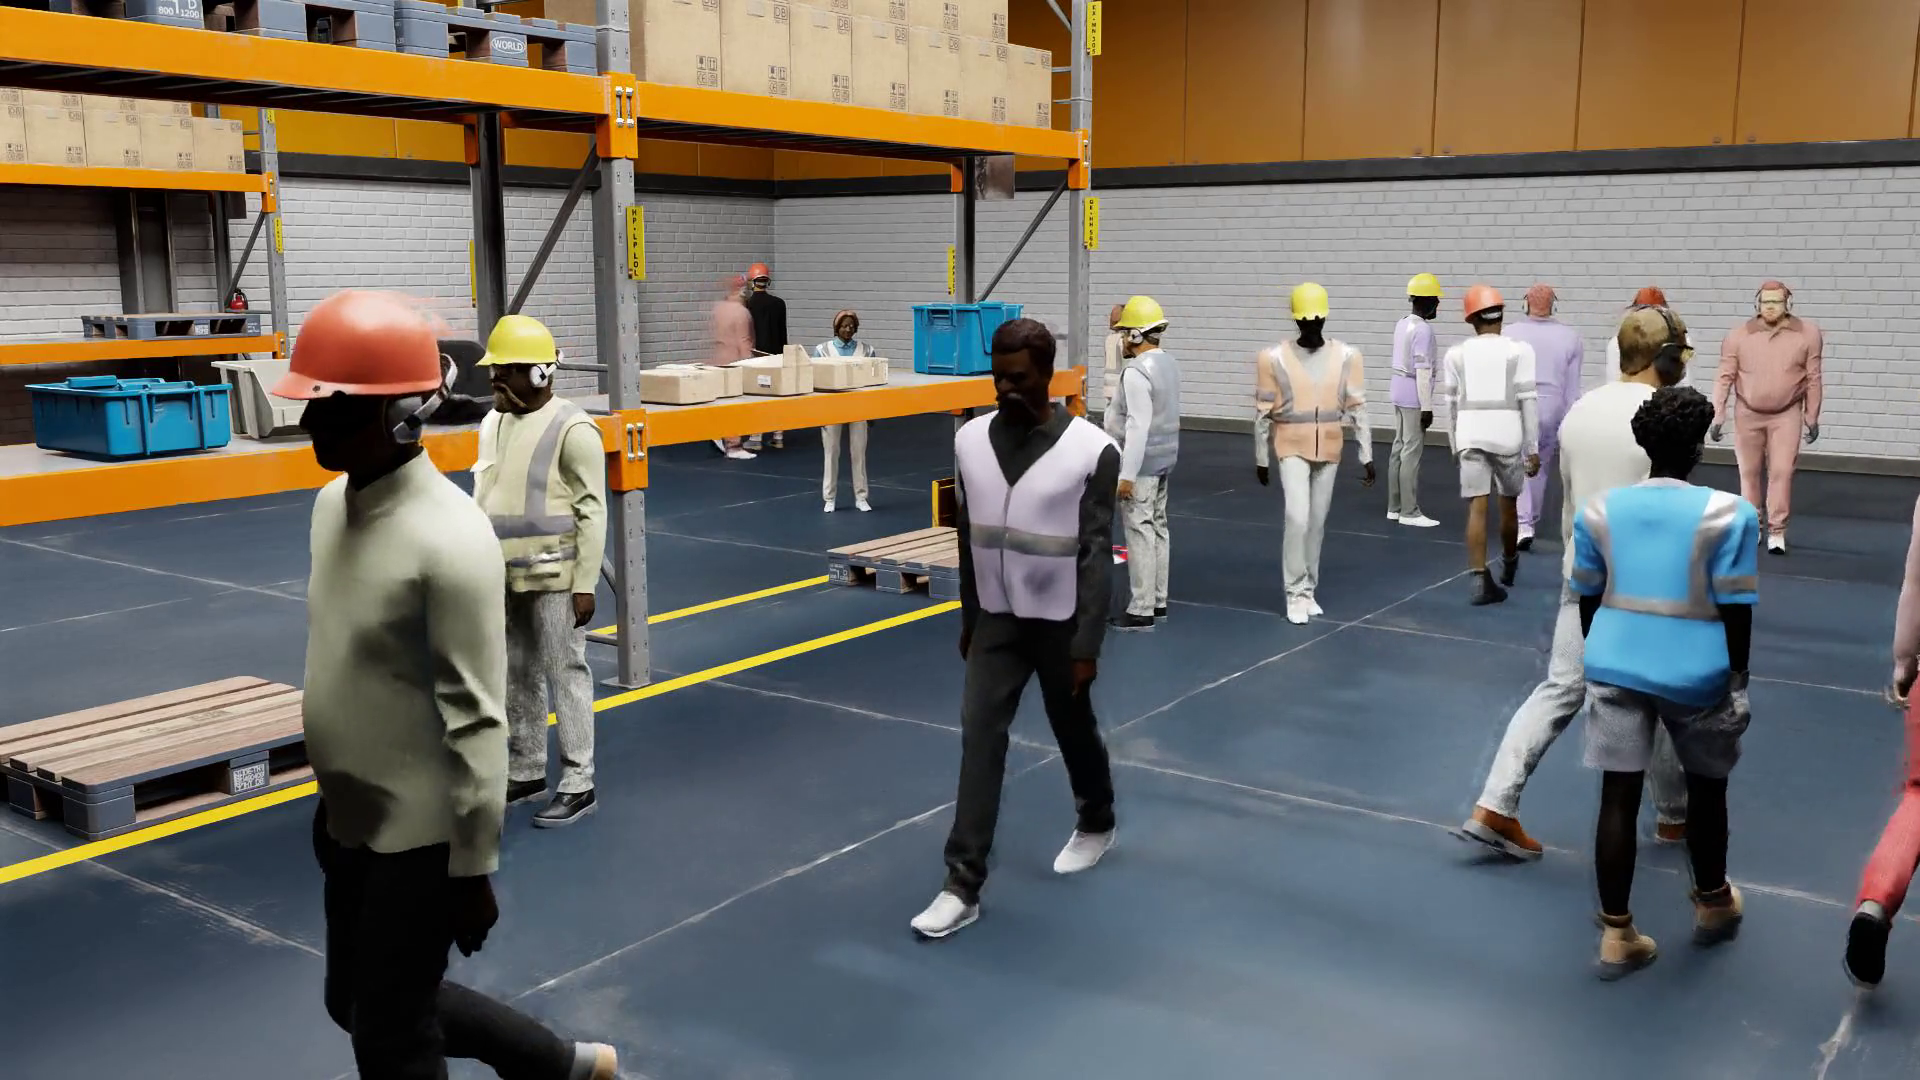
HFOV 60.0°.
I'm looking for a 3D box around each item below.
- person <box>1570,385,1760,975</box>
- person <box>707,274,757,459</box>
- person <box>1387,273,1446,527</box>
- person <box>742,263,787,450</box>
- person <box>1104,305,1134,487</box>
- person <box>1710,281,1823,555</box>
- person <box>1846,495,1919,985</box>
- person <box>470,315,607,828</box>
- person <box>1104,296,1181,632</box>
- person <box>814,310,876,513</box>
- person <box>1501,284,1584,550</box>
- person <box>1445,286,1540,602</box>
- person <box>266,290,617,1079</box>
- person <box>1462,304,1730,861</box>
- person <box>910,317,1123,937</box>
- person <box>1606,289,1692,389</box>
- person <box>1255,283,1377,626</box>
[{"bbox_3d":[2.067,0.384,4.852,0.545,1.656,0.796,8,12,40],"label":"person"},{"bbox_3d":[-2.279,-1.748,16.904,0.454,1.886,0.678,-5,11,-29],"label":"person"},{"bbox_3d":[3.493,-1.071,12.753,0.381,1.928,0.587,0,10,-2],"label":"person"},{"bbox_3d":[-2.147,-1.970,17.907,0.623,1.992,0.396,-7,12,-37],"label":"person"},{"bbox_3d":[1.425,-1.258,14.719,0.310,1.642,0.514,-3,10,-20],"label":"person"},{"bbox_3d":[5.542,-0.832,11.479,0.683,1.872,0.873,5,11,30],"label":"person"},{"bbox_3d":[2.797,0.397,4.565,0.764,1.737,0.549,-8,12,-38],"label":"person"},{"bbox_3d":[-1.538,0.112,5.989,0.603,1.830,0.404,7,12,36],"label":"person"},{"bbox_3d":[0.989,-0.414,9.122,0.404,1.830,0.603,4,10,25],"label":"person"},{"bbox_3d":[-0.919,-1.031,13.396,0.518,1.634,0.312,-2,10,-10],"label":"person"},{"bbox_3d":[4.044,-0.876,11.789,0.643,1.866,0.969,1,10,6],"label":"person"},{"bbox_3d":[3.230,-0.589,10.070,0.610,1.860,0.997,5,11,28],"label":"person"},{"bbox_3d":[-1.007,0.509,3.212,0.677,1.971,0.628,-8,13,-41],"label":"person"},{"bbox_3d":[2.169,0.157,5.581,1.042,1.891,0.636,-4,10,-21],"label":"person"},{"bbox_3d":[0.234,0.237,5.203,0.602,1.864,1.041,6,11,32],"label":"person"},{"bbox_3d":[4.799,-0.836,11.651,0.585,1.820,1.058,2,10,13],"label":"person"},{"bbox_3d":[1.989,-0.475,9.314,0.611,1.895,0.723,-1,10,-7],"label":"person"}]
